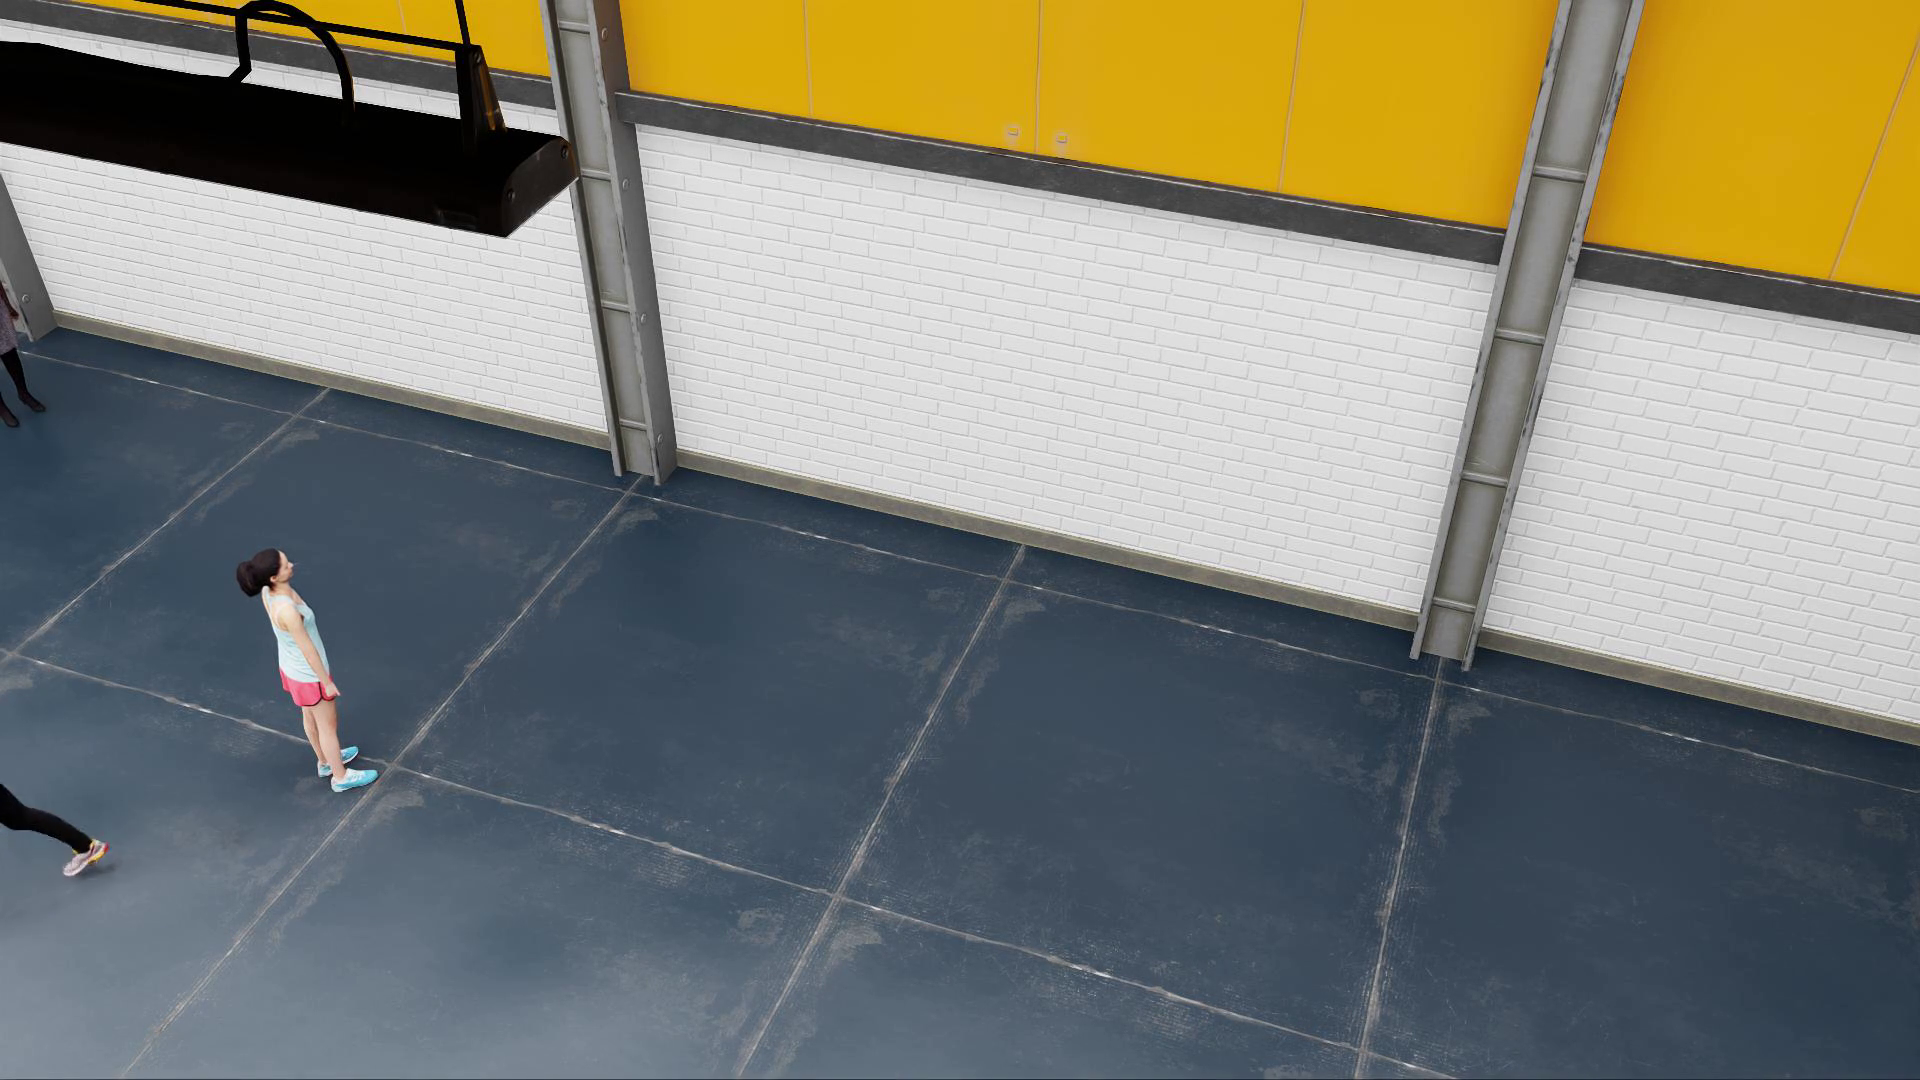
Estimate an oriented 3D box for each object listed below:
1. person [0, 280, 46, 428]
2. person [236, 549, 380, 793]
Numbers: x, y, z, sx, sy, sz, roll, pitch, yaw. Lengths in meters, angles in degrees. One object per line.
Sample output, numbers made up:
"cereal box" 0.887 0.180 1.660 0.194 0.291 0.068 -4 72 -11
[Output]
"person" -7.508 -1.716 12.787 0.595 1.788 0.658 21 43 24
"person" -3.812 0.752 9.714 0.751 1.765 0.671 -27 46 -30
